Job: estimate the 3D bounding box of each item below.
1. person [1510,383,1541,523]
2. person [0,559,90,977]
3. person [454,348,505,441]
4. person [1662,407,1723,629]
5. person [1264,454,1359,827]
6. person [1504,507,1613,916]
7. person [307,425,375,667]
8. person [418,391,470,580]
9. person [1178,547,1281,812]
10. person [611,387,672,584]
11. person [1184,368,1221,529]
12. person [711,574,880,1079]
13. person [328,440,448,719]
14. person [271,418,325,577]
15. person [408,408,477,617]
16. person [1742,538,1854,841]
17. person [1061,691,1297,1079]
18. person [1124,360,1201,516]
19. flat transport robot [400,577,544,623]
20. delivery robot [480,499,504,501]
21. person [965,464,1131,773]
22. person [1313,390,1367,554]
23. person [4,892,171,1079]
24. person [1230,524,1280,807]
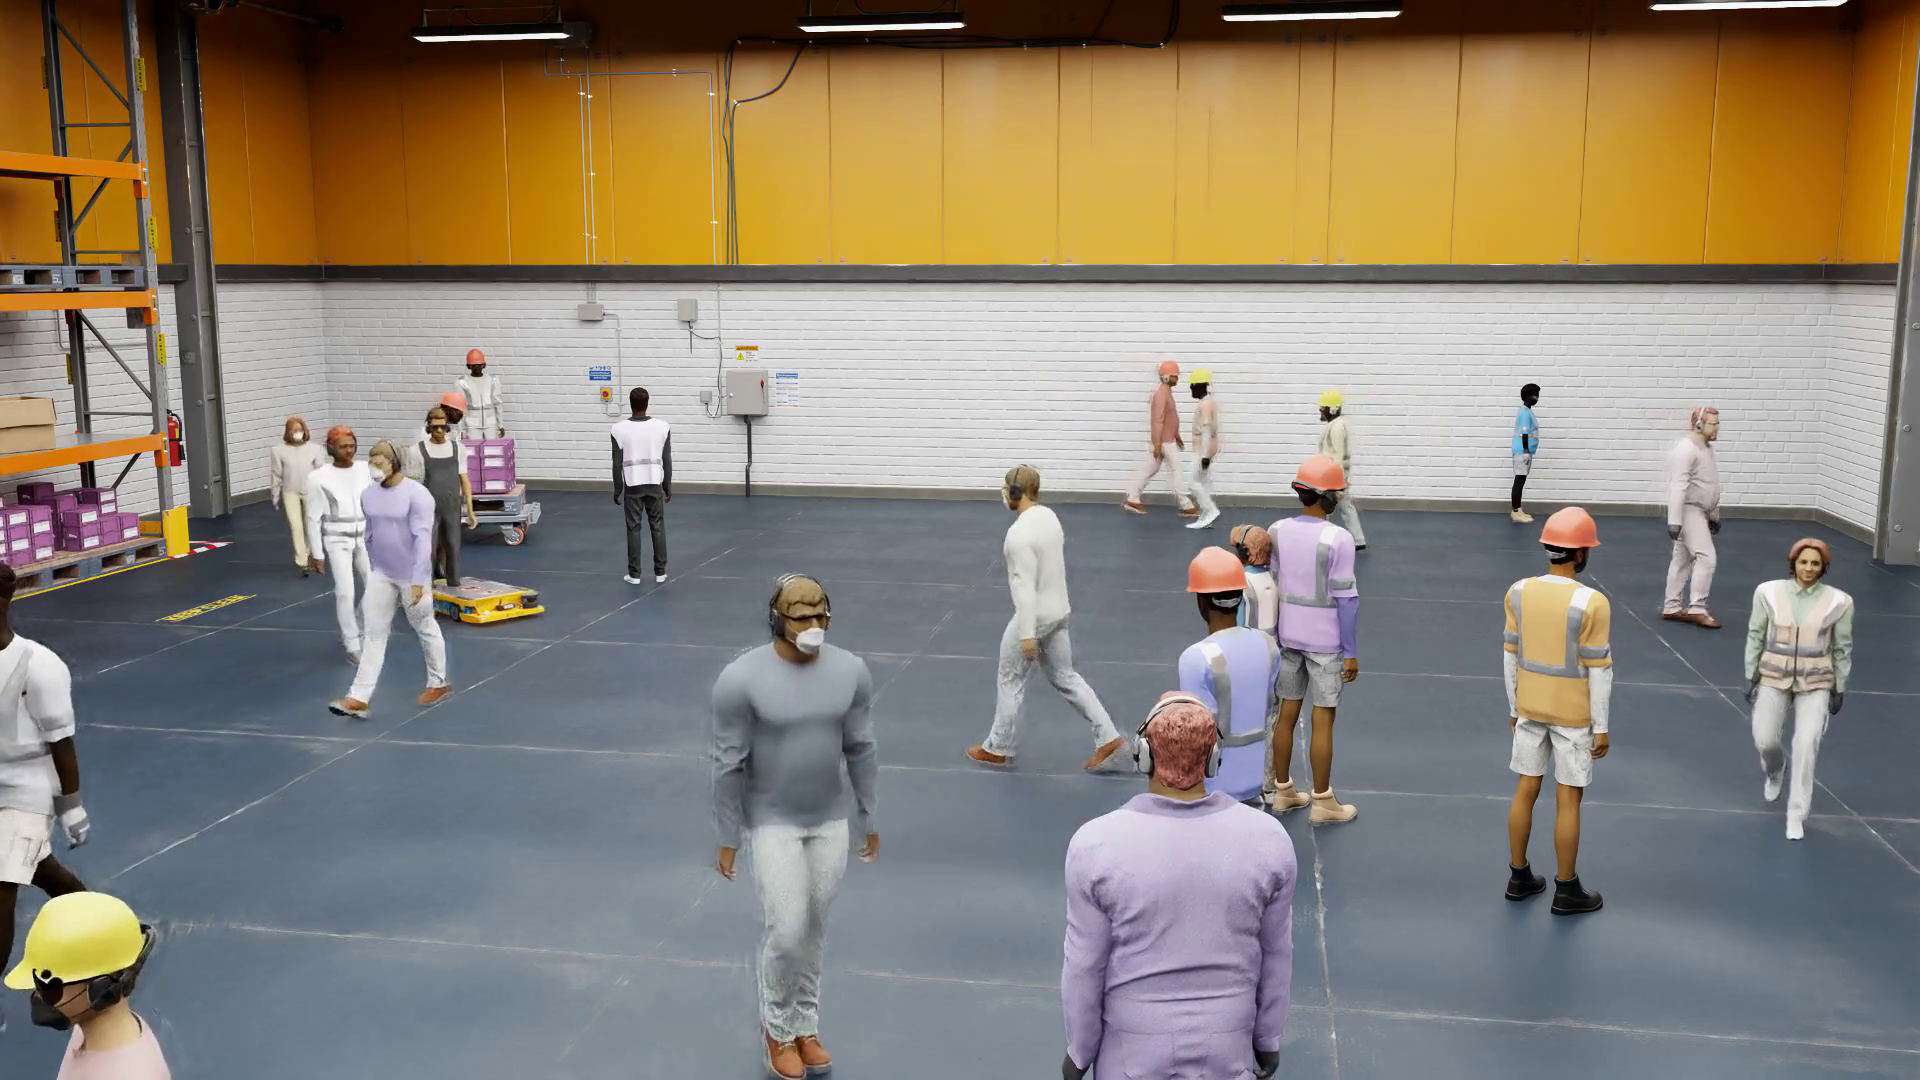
[{"bbox_3d":[6.865,-1.059,20.218,0.320,1.692,0.531,3,10,17],"label":"person"},{"bbox_3d":[-3.828,1.002,6.751,0.627,1.919,1.010,5,10,27],"label":"person"},{"bbox_3d":[-6.378,-1.533,22.117,0.629,2.028,0.403,-5,10,-28],"label":"person"},{"bbox_3d":[6.372,-0.189,14.203,0.688,1.883,0.680,7,12,37],"label":"person"},{"bbox_3d":[1.950,0.546,9.170,0.377,2.045,0.605,-7,12,-38],"label":"person"},{"bbox_3d":[2.840,0.805,7.894,0.358,1.938,0.545,-7,12,-37],"label":"person"},{"bbox_3d":[-4.700,0.045,12.807,0.615,1.871,0.443,-8,12,-41],"label":"person"},{"bbox_3d":[-4.967,-0.485,16.027,0.469,1.895,0.633,3,10,16],"label":"person"},{"bbox_3d":[1.046,0.988,6.770,0.548,1.932,0.377,-8,12,-42],"label":"person"},{"bbox_3d":[-3.096,-0.527,16.219,0.593,1.920,0.391,-4,10,-21],"label":"person"},{"bbox_3d":[2.821,-1.059,19.531,0.420,1.908,0.620,1,9,6],"label":"person"},{"bbox_3d":[-0.567,1.083,6.197,0.654,1.925,0.516,-6,11,-33],"label":"person"},{"bbox_3d":[-3.874,0.272,11.331,0.651,1.884,1.008,4,10,21],"label":"person"},{"bbox_3d":[-6.630,-0.442,16.727,0.514,1.582,0.890,-6,11,-33],"label":"person"},{"bbox_3d":[-4.589,-0.249,14.738,0.531,1.844,0.365,-6,11,-34],"label":"person"},{"bbox_3d":[4.547,0.773,9.037,0.524,1.624,0.544,5,11,31],"label":"person"},{"bbox_3d":[0.585,1.354,4.582,0.641,1.908,0.407,-1,9,-9],"label":"person"},{"bbox_3d":[2.537,-1.267,20.726,1.018,1.952,0.606,1,9,7],"label":"person"},{"bbox_3d":[-4.408,0.516,14.844,1.431,0.197,0.652,8,12,41],"label":"flat transport robot"},{"bbox_3d":[-5.678,-0.499,19.971,0.707,0.478,0.477,-5,10,-30],"label":"delivery robot"},{"bbox_3d":[0.538,0.487,10.058,0.998,1.891,0.672,4,10,25],"label":"person"},{"bbox_3d":[3.953,-0.717,17.820,0.933,1.785,0.587,3,10,17],"label":"person"},{"bbox_3d":[-1.777,1.584,3.683,0.811,1.740,0.530,-6,11,-34],"label":"person"},{"bbox_3d":[1.629,0.727,9.301,0.311,1.639,0.521,8,12,42],"label":"person"}]
